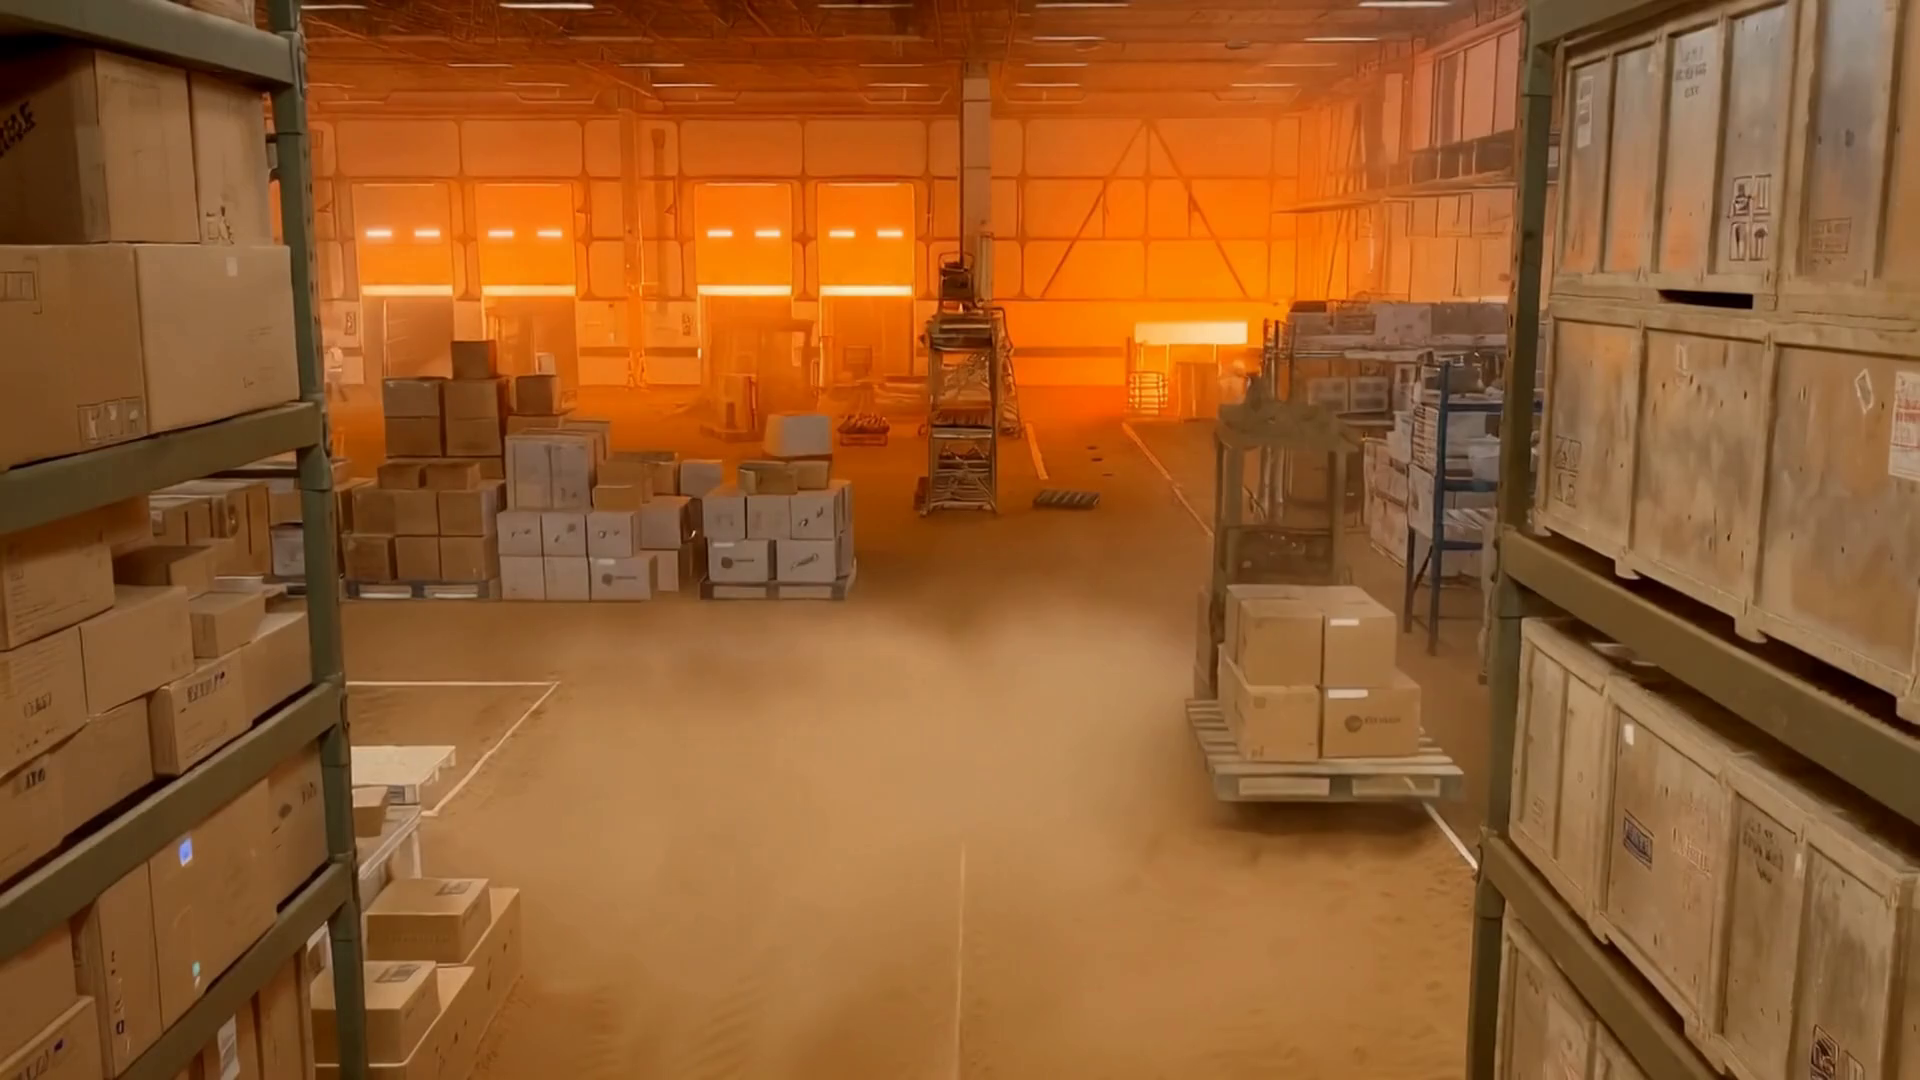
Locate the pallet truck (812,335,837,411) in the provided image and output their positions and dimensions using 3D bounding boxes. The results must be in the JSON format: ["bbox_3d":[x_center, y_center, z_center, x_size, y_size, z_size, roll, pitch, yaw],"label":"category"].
[{"bbox_3d":[-3.021,-4.312,43.126,1.885,1.965,0.823,3,10,17],"label":"pallet truck"}]

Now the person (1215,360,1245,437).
[{"bbox_3d":[5.647,-2.822,34.792,0.585,1.907,0.728,-5,11,-27],"label":"person"}]

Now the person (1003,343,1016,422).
[{"bbox_3d":[1.190,-3.848,40.619,0.372,1.940,0.630,0,10,0],"label":"person"}]

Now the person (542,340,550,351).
[{"bbox_3d":[-11.863,-4.943,47.924,0.856,1.597,0.524,-2,10,-11],"label":"person"}]

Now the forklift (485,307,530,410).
[{"bbox_3d":[-10.754,-4.150,39.646,1.129,2.768,1.873,0,10,1],"label":"forklift"}]

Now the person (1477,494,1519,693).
[{"bbox_3d":[5.118,0.466,15.740,0.357,1.938,0.636,0,10,0],"label":"person"}]

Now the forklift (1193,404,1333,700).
[{"bbox_3d":[2.695,0.215,14.459,1.129,2.768,1.873,0,10,1],"label":"forklift"}]

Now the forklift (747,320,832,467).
[{"bbox_3d":[-3.278,-2.816,31.951,1.129,2.768,1.873,-5,11,-26],"label":"forklift"}]

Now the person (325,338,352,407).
[{"bbox_3d":[-16.658,-4.467,44.479,0.955,1.851,0.584,3,10,18],"label":"person"}]
